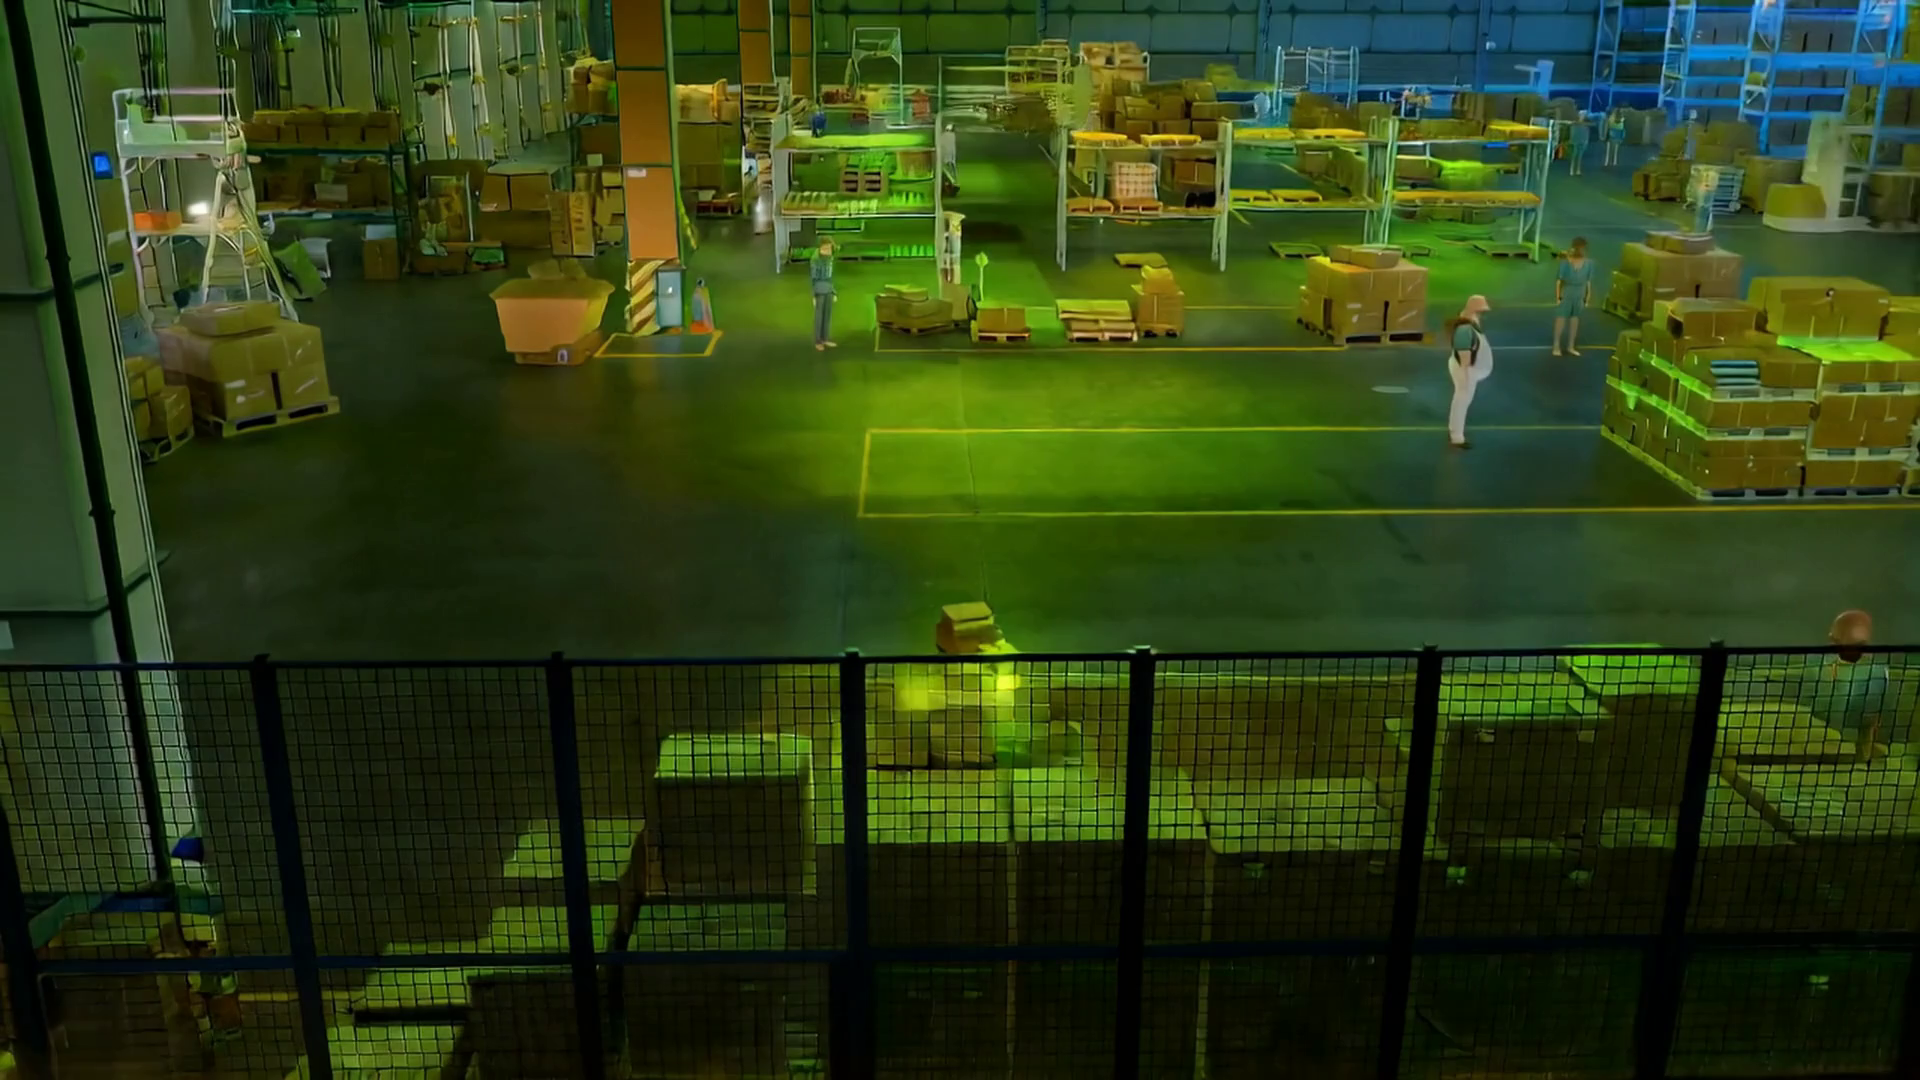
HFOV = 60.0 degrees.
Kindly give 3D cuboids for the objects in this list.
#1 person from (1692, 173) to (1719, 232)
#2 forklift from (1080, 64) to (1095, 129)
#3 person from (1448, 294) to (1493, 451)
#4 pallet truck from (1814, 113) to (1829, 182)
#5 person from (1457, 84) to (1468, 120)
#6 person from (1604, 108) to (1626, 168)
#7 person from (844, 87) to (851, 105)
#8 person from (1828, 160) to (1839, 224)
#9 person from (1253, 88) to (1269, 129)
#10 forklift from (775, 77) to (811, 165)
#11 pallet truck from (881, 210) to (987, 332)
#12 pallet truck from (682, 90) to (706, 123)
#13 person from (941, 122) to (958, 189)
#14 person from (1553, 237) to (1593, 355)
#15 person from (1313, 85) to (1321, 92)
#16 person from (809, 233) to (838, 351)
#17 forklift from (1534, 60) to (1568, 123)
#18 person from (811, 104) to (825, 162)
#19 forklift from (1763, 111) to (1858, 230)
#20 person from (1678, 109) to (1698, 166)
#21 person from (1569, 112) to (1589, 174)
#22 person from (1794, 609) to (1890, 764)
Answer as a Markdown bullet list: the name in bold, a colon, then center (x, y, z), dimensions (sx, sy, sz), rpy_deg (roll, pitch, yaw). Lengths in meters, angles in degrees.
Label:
- **person**: center (16.059, -6.946, 35.911), dimensions (0.398, 1.956, 0.604), rpy_deg (0, 19, -1)
- **forklift**: center (4.802, -16.587, 63.077), dimensions (1.873, 2.768, 1.129), rpy_deg (-1, 19, -2)
- **person**: center (6.654, -2.196, 21.679), dimensions (0.537, 2.000, 0.689), rpy_deg (5, 19, 14)
- **pallet truck**: center (26.403, -11.957, 50.702), dimensions (0.823, 1.965, 1.885), rpy_deg (6, 19, 16)
- **person**: center (20.050, -17.200, 66.344), dimensions (0.353, 1.942, 0.545), rpy_deg (-10, 21, -28)
- **person**: center (21.365, -13.123, 54.285), dimensions (0.593, 1.920, 0.391), rpy_deg (5, 19, 14)
- **person**: center (-4.624, -17.683, 68.152), dimensions (0.316, 1.697, 0.542), rpy_deg (-6, 20, -18)
- **person**: center (21.683, -8.649, 41.466), dimensions (0.514, 1.627, 0.327), rpy_deg (7, 20, 20)
- **person**: center (11.735, -16.671, 64.889), dimensions (0.642, 1.881, 1.051), rpy_deg (6, 19, 16)
- **forklift**: center (-5.920, -13.893, 55.085), dimensions (1.873, 2.768, 1.129), rpy_deg (-1, 19, -1)
- **pallet truck**: center (-0.493, -4.759, 29.349), dimensions (1.885, 1.965, 0.823), rpy_deg (-13, 23, -34)
- **pallet truck**: center (-9.671, -15.907, 62.421), dimensions (0.823, 1.965, 1.885), rpy_deg (5, 19, 15)
- **person**: center (-0.329, -11.268, 48.766), dimensions (0.631, 1.946, 0.379), rpy_deg (-16, 24, -39)
- **person**: center (9.986, -3.975, 27.116), dimensions (0.544, 1.938, 0.356), rpy_deg (1, 19, 2)
- **person**: center (13.888, -16.961, 65.598), dimensions (0.664, 1.966, 0.665), rpy_deg (-17, 25, -40)
- **person**: center (-2.236, -4.125, 27.576), dimensions (0.388, 1.927, 0.589), rpy_deg (12, 22, 32)
- **forklift**: center (23.122, -17.605, 66.097), dimensions (1.873, 2.768, 1.129), rpy_deg (-1, 19, -2)
- **person**: center (-4.811, -13.763, 56.186), dimensions (0.585, 1.917, 0.380), rpy_deg (15, 24, 37)
- **forklift**: center (21.028, -9.066, 40.766), dimensions (1.873, 2.768, 1.129), rpy_deg (-1, 19, -2)
- **person**: center (24.003, -13.224, 54.718), dimensions (0.434, 1.830, 0.653), rpy_deg (3, 19, 10)
- **person**: center (19.538, -12.525, 52.480), dimensions (0.372, 1.940, 0.632), rpy_deg (-13, 23, -35)
- **person**: center (5.901, 1.369, 11.272), dimensions (0.543, 1.932, 0.365), rpy_deg (17, 25, 41)
